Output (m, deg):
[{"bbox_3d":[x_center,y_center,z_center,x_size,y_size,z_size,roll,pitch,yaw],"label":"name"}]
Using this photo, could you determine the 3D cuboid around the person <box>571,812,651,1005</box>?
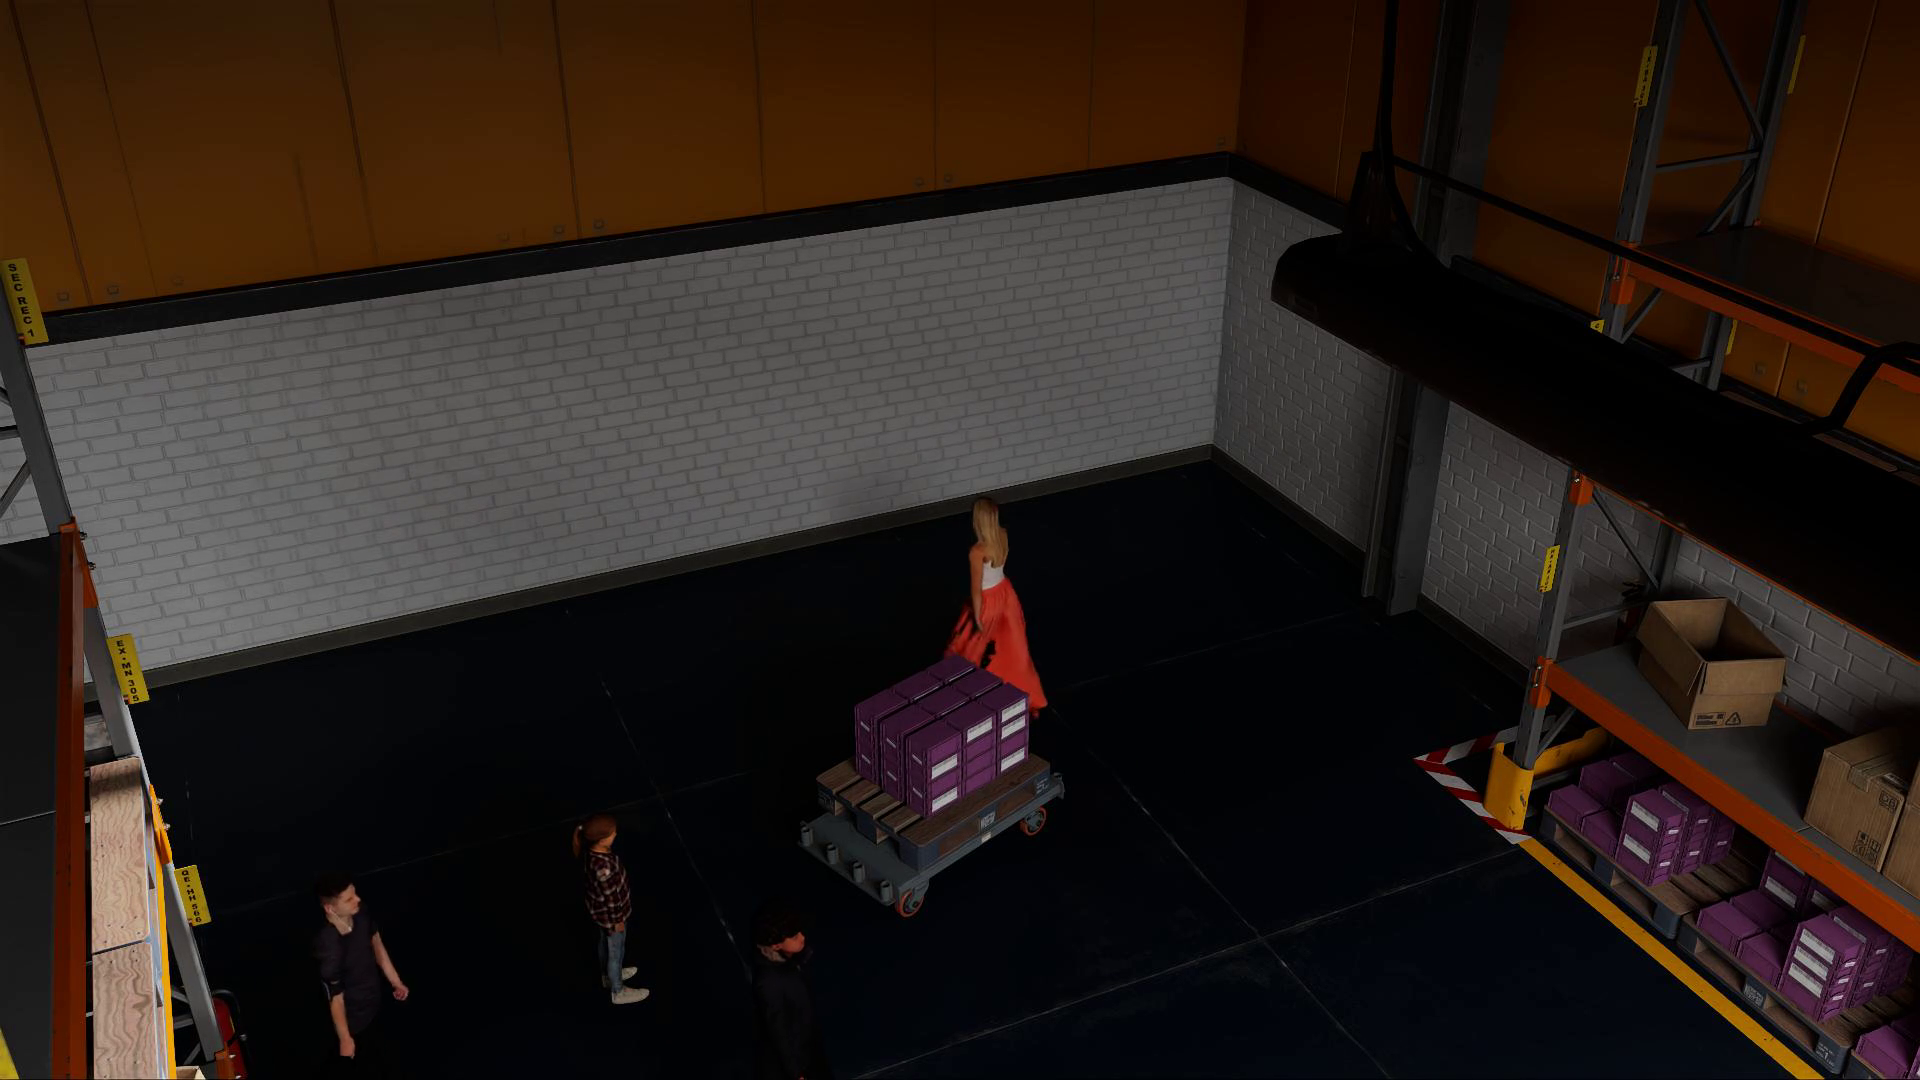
[{"bbox_3d":[-2.053,2.126,9.671,0.582,1.307,0.458,-13,31,-23],"label":"person"}]

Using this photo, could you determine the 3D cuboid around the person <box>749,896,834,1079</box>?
[{"bbox_3d":[-0.961,2.550,8.436,1.078,1.745,1.103,6,29,10],"label":"person"}]

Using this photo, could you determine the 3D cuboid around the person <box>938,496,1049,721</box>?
[{"bbox_3d":[0.311,0.536,12.131,1.368,1.742,1.030,22,35,34],"label":"person"}]

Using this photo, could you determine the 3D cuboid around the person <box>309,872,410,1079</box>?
[{"bbox_3d":[-3.210,2.437,8.660,1.036,1.730,1.165,0,29,0],"label":"person"}]
